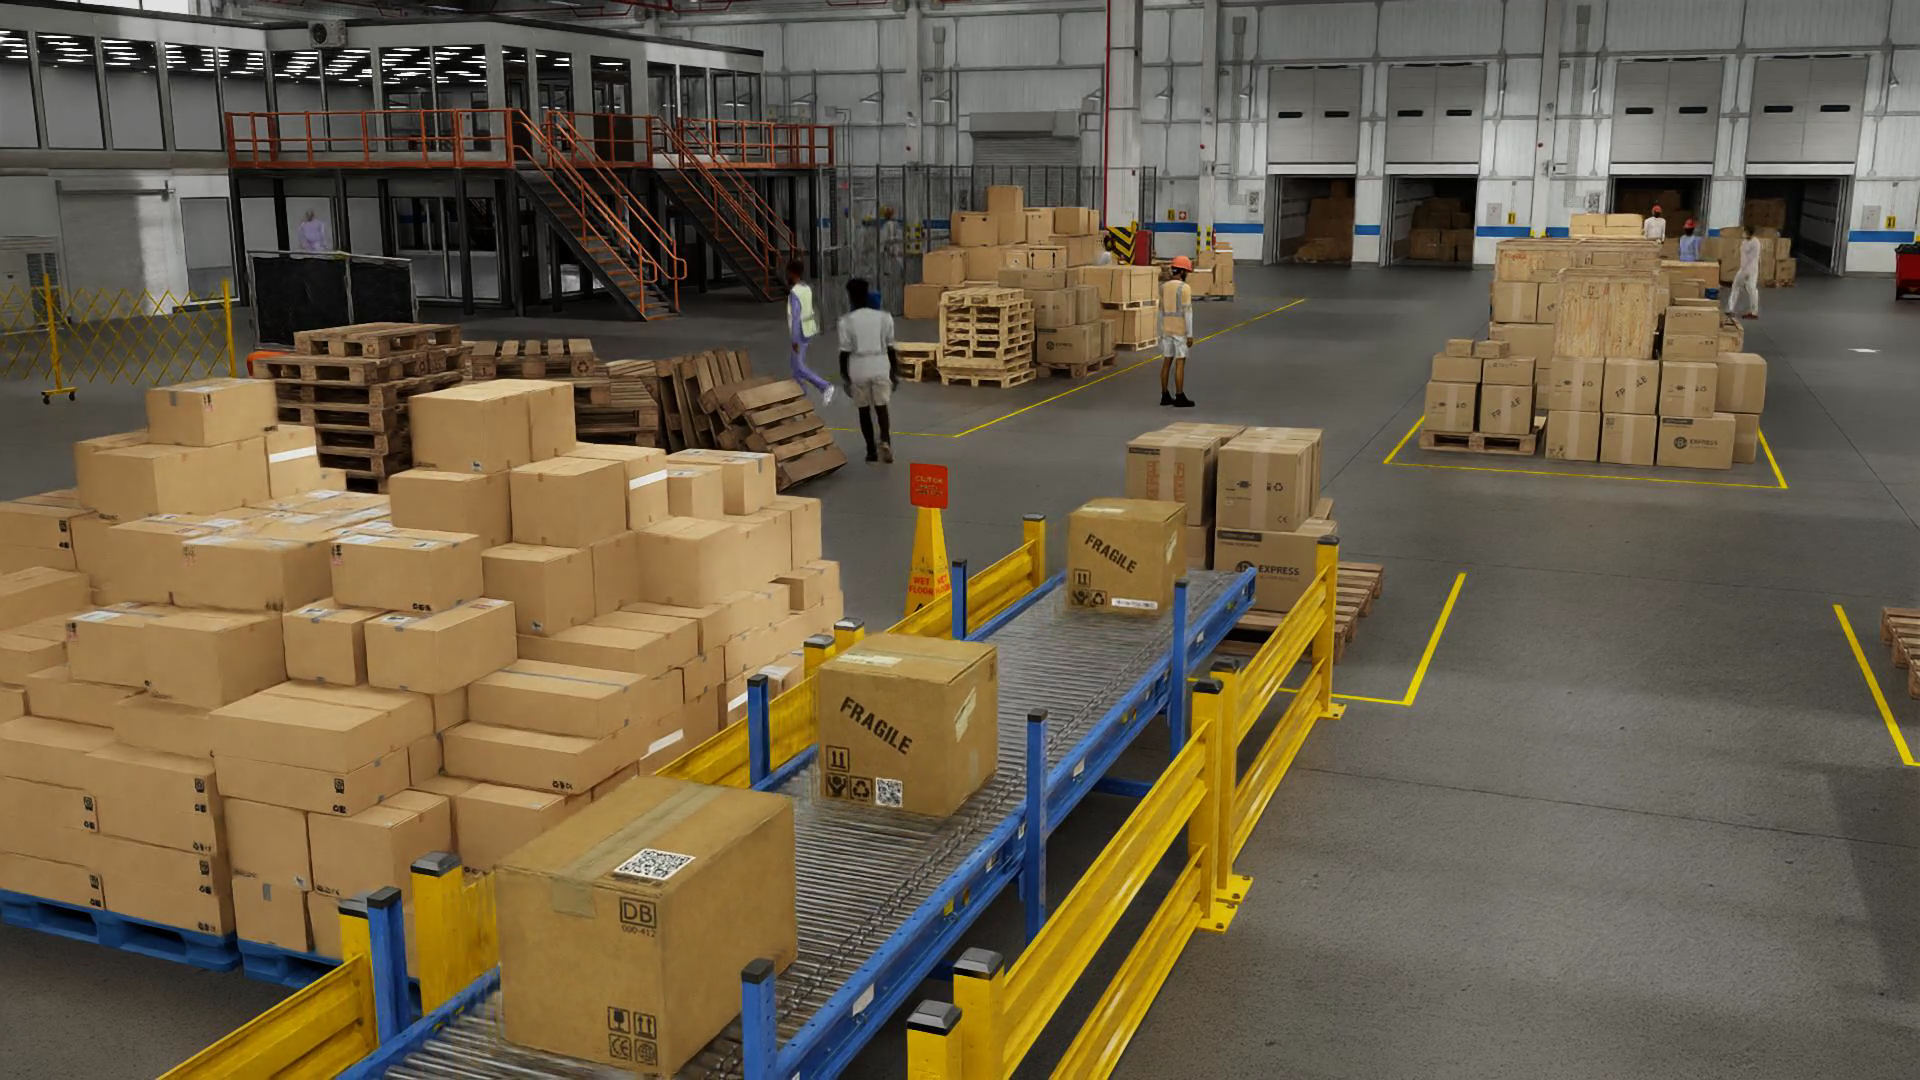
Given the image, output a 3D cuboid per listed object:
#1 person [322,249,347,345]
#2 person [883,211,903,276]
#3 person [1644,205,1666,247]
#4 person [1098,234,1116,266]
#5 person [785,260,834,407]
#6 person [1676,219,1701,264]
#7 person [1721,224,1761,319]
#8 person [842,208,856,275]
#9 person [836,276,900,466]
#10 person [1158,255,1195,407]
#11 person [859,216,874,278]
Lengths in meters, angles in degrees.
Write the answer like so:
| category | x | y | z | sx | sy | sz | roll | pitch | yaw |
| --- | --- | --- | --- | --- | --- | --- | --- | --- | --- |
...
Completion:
| category | x | y | z | sx | sy | sz | roll | pitch | yaw |
| --- | --- | --- | --- | --- | --- | --- | --- | --- | --- |
| person | -9.989 | -3.765 | 26.604 | 0.528 | 1.765 | 0.340 | 12 | 17 | 42 |
| person | -1.900 | -8.452 | 47.424 | 0.593 | 1.862 | 0.800 | -10 | 16 | -38 |
| person | 19.842 | -8.555 | 47.564 | 0.621 | 1.992 | 0.387 | 1 | 13 | 3 |
| person | 2.693 | -4.619 | 30.234 | 0.482 | 1.848 | 0.545 | -1 | 13 | -6 |
| person | -1.956 | -2.573 | 20.971 | 0.669 | 1.902 | 0.597 | 2 | 13 | 9 |
| person | 16.512 | -6.298 | 37.622 | 0.714 | 1.915 | 0.559 | -4 | 13 | -17 |
| person | 15.842 | -5.429 | 33.737 | 0.928 | 1.901 | 0.661 | 0 | 13 | -1 |
| person | -3.207 | -8.659 | 48.132 | 0.390 | 1.946 | 0.614 | 4 | 13 | 18 |
| person | -0.937 | -1.702 | 16.935 | 0.645 | 1.939 | 0.489 | -3 | 13 | -14 |
| person | 2.787 | -2.667 | 21.302 | 0.375 | 1.928 | 0.542 | -10 | 16 | -37 |
| person | -2.602 | -8.210 | 46.622 | 0.487 | 1.731 | 0.358 | 11 | 17 | 41 |
